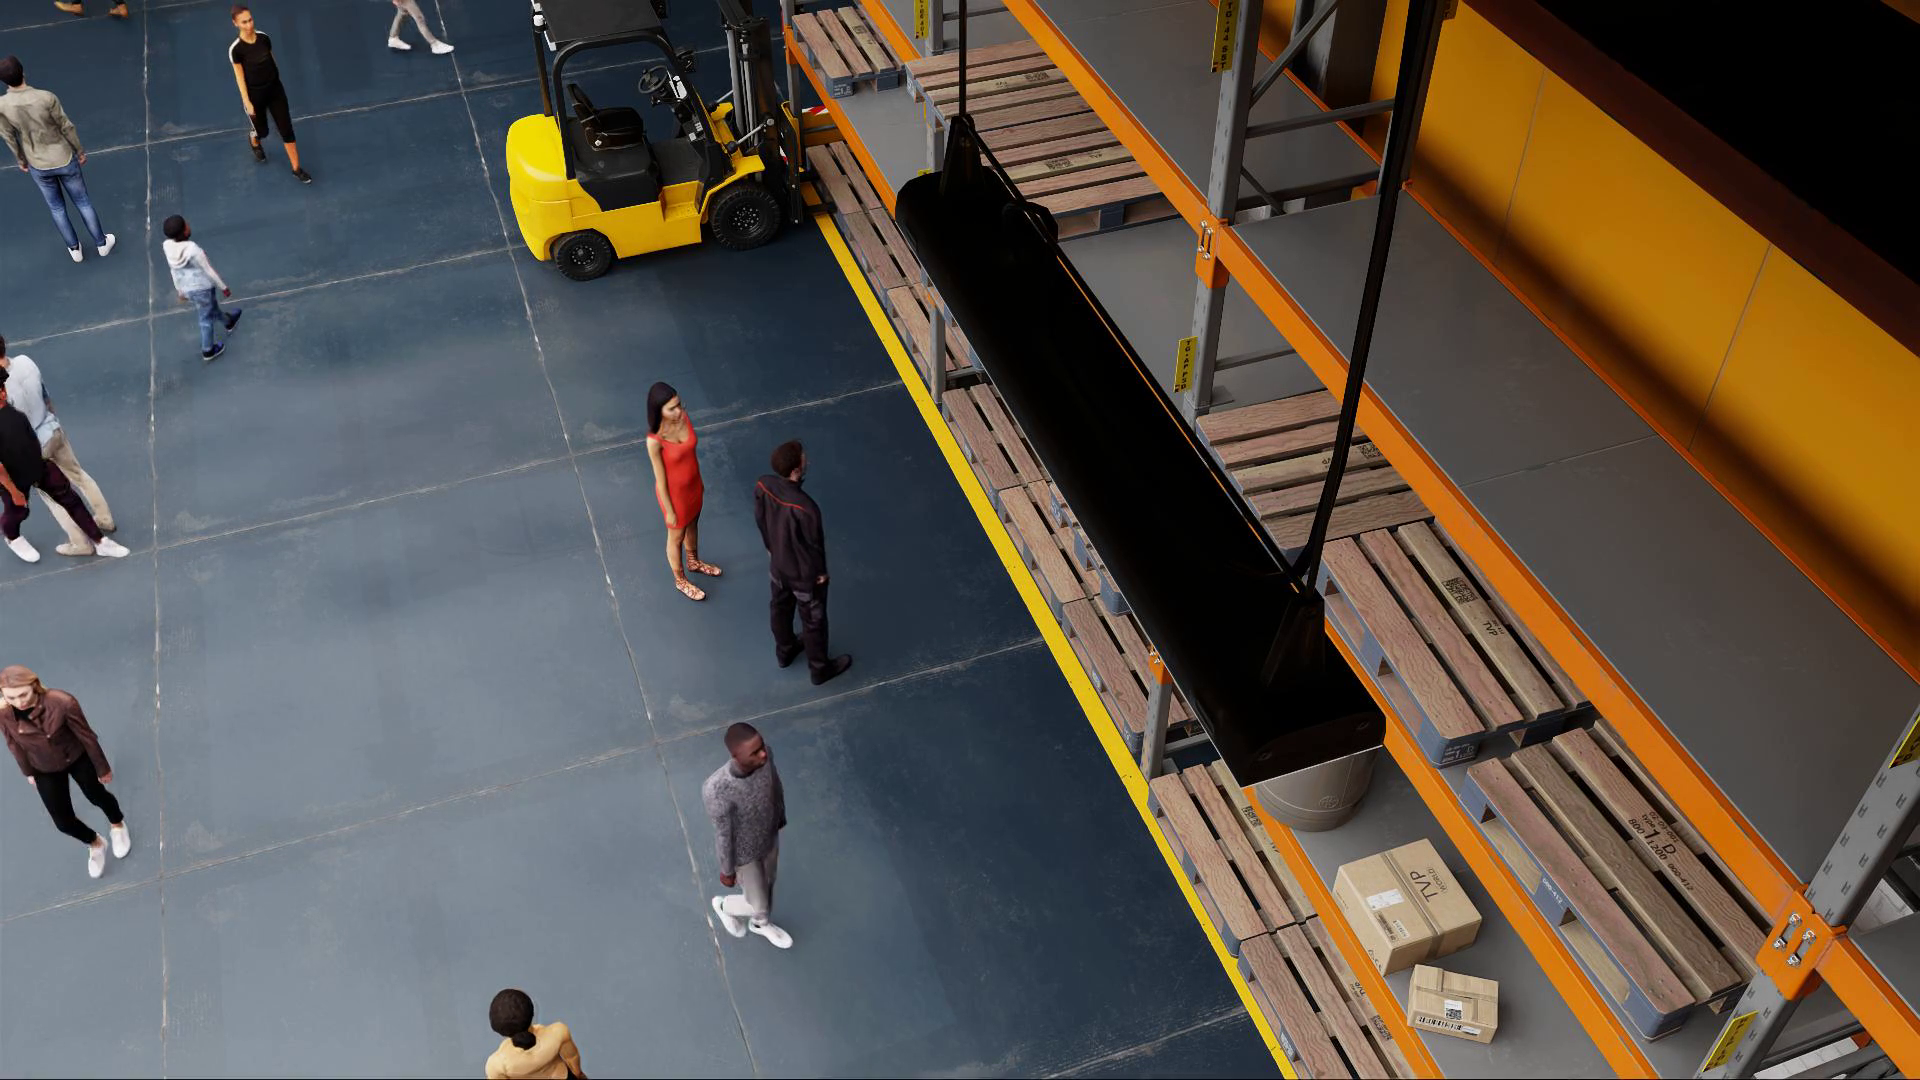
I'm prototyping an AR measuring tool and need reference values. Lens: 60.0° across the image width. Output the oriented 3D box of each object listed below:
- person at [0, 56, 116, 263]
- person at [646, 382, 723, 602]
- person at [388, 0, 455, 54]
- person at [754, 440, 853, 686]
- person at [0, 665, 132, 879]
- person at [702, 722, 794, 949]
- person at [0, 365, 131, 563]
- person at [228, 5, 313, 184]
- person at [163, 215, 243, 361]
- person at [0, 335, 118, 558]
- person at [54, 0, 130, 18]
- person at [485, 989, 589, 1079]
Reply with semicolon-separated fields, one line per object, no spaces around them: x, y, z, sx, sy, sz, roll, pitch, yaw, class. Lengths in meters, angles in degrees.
-7.664;-3.195;14.019;0.688;1.866;0.564;-14;45;-15;person
-1.883;-0.342;11.131;0.728;1.719;0.659;16;46;16;person
-5.708;-5.581;16.873;0.806;1.383;0.938;1;44;1;person
-1.025;0.139;10.483;0.715;1.915;0.839;30;51;28;person
-5.106;1.223;9.513;0.640;1.684;0.626;-11;45;-12;person
-1.209;1.600;9.014;0.914;1.825;0.861;21;48;21;person
-6.446;-0.514;11.304;1.167;1.729;1.150;15;46;15;person
-6.369;-4.060;15.086;1.078;1.646;0.868;32;52;29;person
-6.093;-1.982;13.201;0.782;1.237;0.859;16;46;16;person
-6.298;-0.668;11.383;0.785;1.843;0.676;10;44;10;person
-9.135;-6.207;17.312;1.092;1.684;1.098;11;45;11;person
-1.993;2.674;8.010;0.647;1.656;0.614;-24;49;-23;person
